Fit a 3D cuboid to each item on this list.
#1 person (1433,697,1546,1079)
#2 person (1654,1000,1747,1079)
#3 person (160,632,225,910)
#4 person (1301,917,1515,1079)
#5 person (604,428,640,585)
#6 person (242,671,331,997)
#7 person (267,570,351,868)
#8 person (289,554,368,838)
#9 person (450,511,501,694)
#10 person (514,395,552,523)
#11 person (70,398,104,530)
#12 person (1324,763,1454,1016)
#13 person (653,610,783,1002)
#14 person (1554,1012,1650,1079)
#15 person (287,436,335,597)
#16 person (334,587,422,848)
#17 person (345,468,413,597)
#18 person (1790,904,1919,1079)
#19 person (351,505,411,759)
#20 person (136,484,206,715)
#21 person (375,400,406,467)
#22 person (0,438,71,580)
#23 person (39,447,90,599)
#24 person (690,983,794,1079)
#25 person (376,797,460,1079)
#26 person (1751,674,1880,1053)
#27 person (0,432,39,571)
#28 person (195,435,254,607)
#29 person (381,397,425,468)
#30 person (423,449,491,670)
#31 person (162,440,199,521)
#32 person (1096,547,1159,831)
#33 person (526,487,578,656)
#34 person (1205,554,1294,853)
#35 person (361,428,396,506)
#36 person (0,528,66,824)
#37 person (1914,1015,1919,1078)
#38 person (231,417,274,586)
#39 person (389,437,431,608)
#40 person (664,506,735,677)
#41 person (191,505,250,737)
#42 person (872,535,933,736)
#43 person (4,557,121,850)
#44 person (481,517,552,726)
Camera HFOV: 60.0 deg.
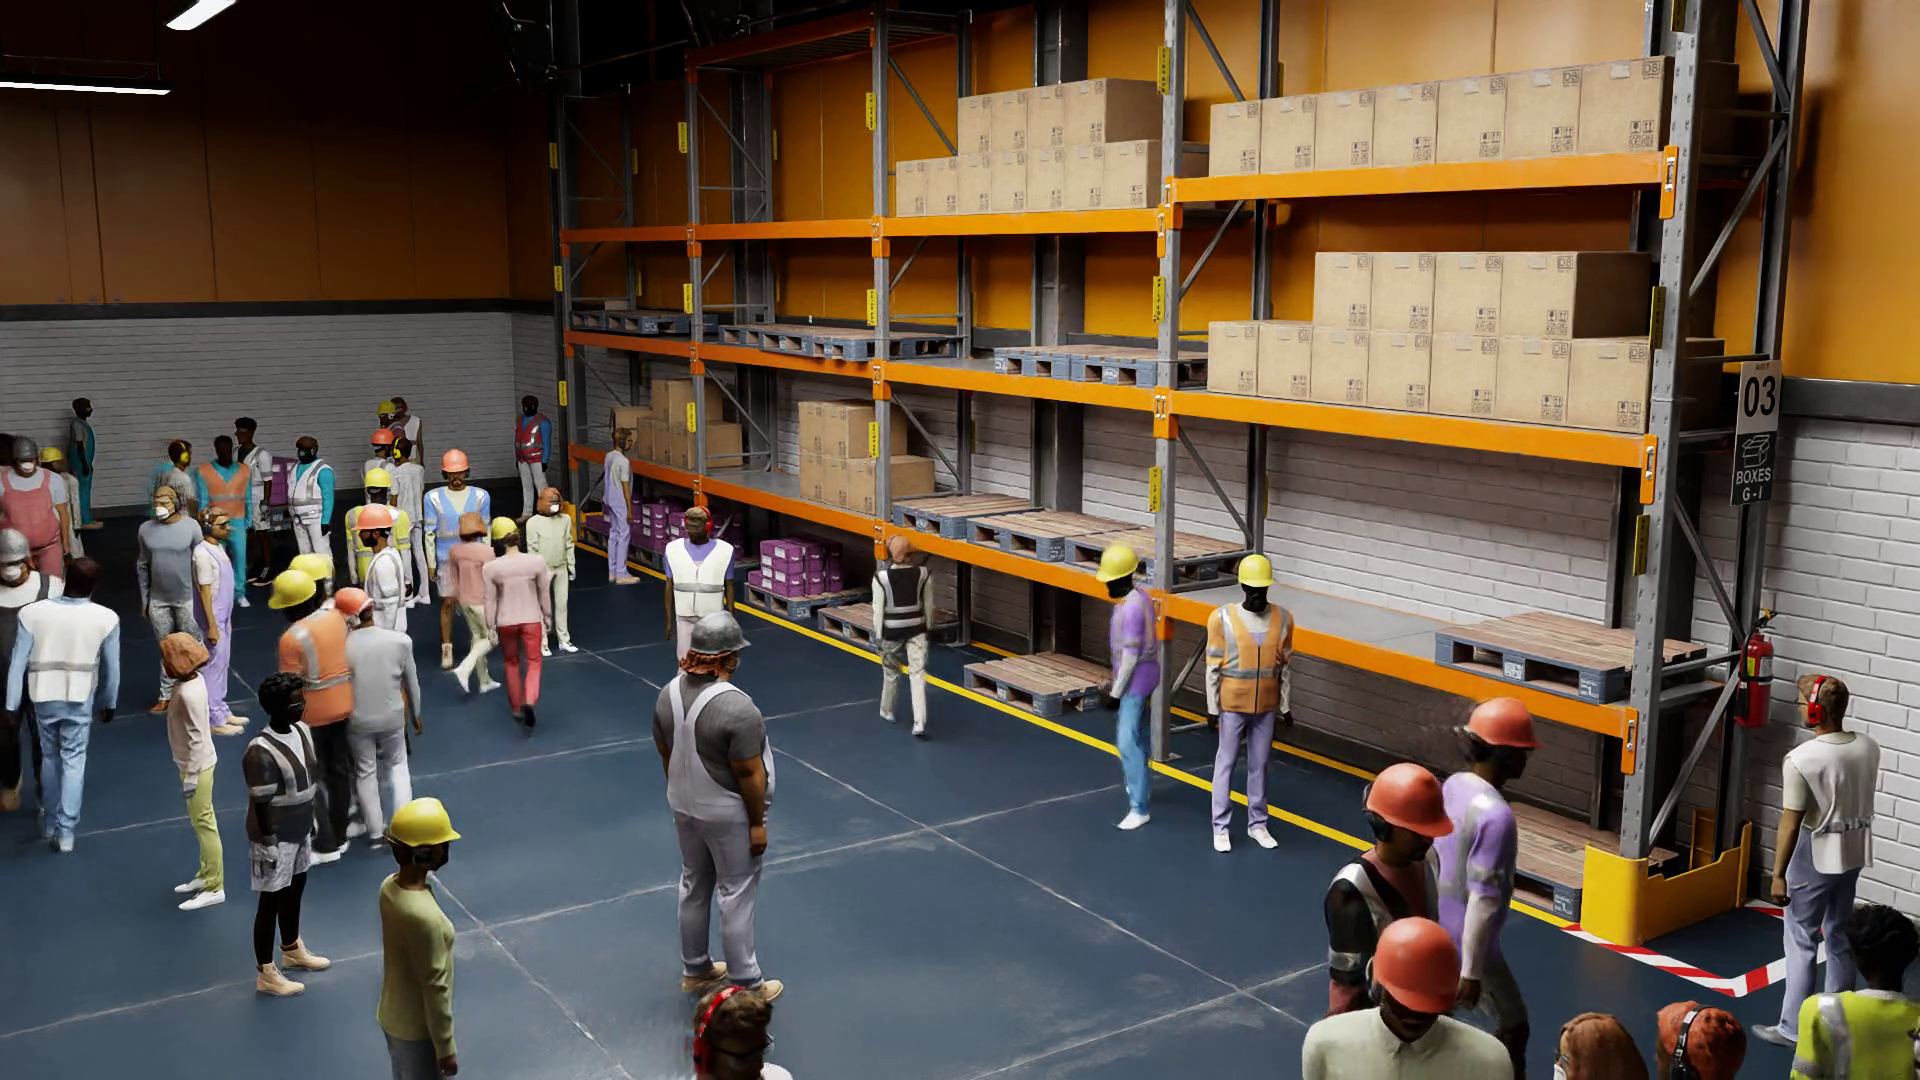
[{"bbox_3d":[2.222,1.638,6.893,0.896,2.005,0.627,-1,10,-5],"label":"person"},{"bbox_3d":[1.936,2.127,4.417,0.576,1.880,0.358,-5,11,-28],"label":"person"},{"bbox_3d":[-4.506,1.339,9.759,0.289,1.632,0.497,-5,11,-27],"label":"person"},{"bbox_3d":[1.290,2.008,4.873,0.632,1.961,0.698,2,10,12],"label":"person"},{"bbox_3d":[-3.940,-0.392,19.337,0.357,1.835,0.516,-7,12,-37],"label":"person"},{"bbox_3d":[-3.504,1.504,8.625,0.322,1.690,0.533,1,10,4],"label":"person"},{"bbox_3d":[-3.989,1.102,10.420,0.394,1.886,0.642,4,11,24],"label":"person"},{"bbox_3d":[-4.089,1.023,10.840,0.543,1.895,0.595,-4,11,-24],"label":"person"},{"bbox_3d":[-4.213,0.555,14.378,0.506,1.615,0.564,5,11,29],"label":"person"},{"bbox_3d":[-6.109,-1.143,23.708,0.625,1.846,0.429,5,11,29],"label":"person"},{"bbox_3d":[-12.223,-1.066,23.248,0.344,1.847,0.505,-4,11,-23],"label":"person"},{"bbox_3d":[1.566,1.777,6.031,0.613,2.031,0.403,-9,13,-43],"label":"person"},{"bbox_3d":[-1.198,1.351,8.490,0.682,2.000,0.537,8,12,38],"label":"person"},{"bbox_3d":[1.861,2.169,4.901,0.282,1.627,0.502,1,10,7],"label":"person"},{"bbox_3d":[-7.164,-0.227,18.330,0.627,1.847,0.429,5,11,29],"label":"person"},{"bbox_3d":[-3.768,1.135,10.685,0.587,1.724,0.357,-5,11,-26],"label":"person"},{"bbox_3d":[-5.207,0.312,14.968,0.583,1.918,0.407,1,10,3],"label":"person"},{"bbox_3d":[3.050,2.039,5.598,0.538,1.632,0.860,3,10,17],"label":"person"},{"bbox_3d":[-4.397,0.693,12.654,0.361,1.935,0.553,-3,10,-18],"label":"person"},{"bbox_3d":[-6.507,0.498,13.797,0.630,1.940,0.373,1,10,3],"label":"person"},{"bbox_3d":[-7.880,-1.027,23.085,0.403,1.824,0.593,-7,12,-35],"label":"person"},{"bbox_3d":[-9.268,-0.032,16.606,0.702,2.000,0.536,-5,11,-28],"label":"person"},{"bbox_3d":[-9.911,-0.166,18.296,0.489,1.735,0.329,1,10,6],"label":"person"},{"bbox_3d":[-0.680,2.109,4.687,0.737,1.816,0.583,8,13,40],"label":"person"},{"bbox_3d":[-2.052,1.850,6.391,0.340,1.761,0.527,-6,12,-33],"label":"person"},{"bbox_3d":[4.110,1.551,7.919,0.567,1.836,0.394,-4,10,-22],"label":"person"},{"bbox_3d":[-10.061,-0.183,17.760,0.474,1.945,0.629,0,10,-3],"label":"person"},{"bbox_3d":[-8.048,-0.224,18.214,0.591,1.893,0.768,-7,12,-34],"label":"person"},{"bbox_3d":[-7.903,-1.120,23.620,0.578,1.830,0.409,-2,10,-11],"label":"person"},{"bbox_3d":[-4.624,0.175,15.381,0.607,2.044,0.372,-4,11,-24],"label":"person"},{"bbox_3d":[-8.219,-0.125,17.706,0.413,1.855,0.569,-9,13,-43],"label":"person"},{"bbox_3d":[1.134,0.953,11.330,0.420,1.885,0.830,1,10,3],"label":"person"},{"bbox_3d":[-3.900,0.297,15.901,0.291,1.626,0.502,9,13,43],"label":"person"},{"bbox_3d":[1.857,1.039,10.651,0.584,1.928,0.373,-2,10,-11],"label":"person"},{"bbox_3d":[-6.319,-0.264,18.305,0.543,1.929,0.386,7,12,37],"label":"person"},{"bbox_3d":[-6.280,0.897,11.153,0.685,2.000,0.539,-5,11,-29],"label":"person"},{"bbox_3d":[2.643,2.133,4.381,0.664,1.875,0.487,1,10,4],"label":"person"},{"bbox_3d":[-8.227,-0.451,19.284,0.607,1.966,0.367,4,11,25],"label":"person"},{"bbox_3d":[-6.006,-0.191,18.077,0.326,1.863,0.509,5,11,26],"label":"person"},{"bbox_3d":[-2.077,0.630,13.313,0.563,1.838,0.388,-1,10,-5],"label":"person"},{"bbox_3d":[-5.914,0.637,13.252,0.330,1.844,0.520,-2,10,-13],"label":"person"},{"bbox_3d":[-0.445,0.750,13.314,0.521,1.597,0.848,-2,10,-13],"label":"person"},{"bbox_3d":[-5.811,1.040,10.842,0.671,1.857,0.753,-3,10,-20],"label":"person"},{"bbox_3d":[-3.571,0.666,13.437,0.540,1.730,0.695,-3,10,-15],"label":"person"}]
